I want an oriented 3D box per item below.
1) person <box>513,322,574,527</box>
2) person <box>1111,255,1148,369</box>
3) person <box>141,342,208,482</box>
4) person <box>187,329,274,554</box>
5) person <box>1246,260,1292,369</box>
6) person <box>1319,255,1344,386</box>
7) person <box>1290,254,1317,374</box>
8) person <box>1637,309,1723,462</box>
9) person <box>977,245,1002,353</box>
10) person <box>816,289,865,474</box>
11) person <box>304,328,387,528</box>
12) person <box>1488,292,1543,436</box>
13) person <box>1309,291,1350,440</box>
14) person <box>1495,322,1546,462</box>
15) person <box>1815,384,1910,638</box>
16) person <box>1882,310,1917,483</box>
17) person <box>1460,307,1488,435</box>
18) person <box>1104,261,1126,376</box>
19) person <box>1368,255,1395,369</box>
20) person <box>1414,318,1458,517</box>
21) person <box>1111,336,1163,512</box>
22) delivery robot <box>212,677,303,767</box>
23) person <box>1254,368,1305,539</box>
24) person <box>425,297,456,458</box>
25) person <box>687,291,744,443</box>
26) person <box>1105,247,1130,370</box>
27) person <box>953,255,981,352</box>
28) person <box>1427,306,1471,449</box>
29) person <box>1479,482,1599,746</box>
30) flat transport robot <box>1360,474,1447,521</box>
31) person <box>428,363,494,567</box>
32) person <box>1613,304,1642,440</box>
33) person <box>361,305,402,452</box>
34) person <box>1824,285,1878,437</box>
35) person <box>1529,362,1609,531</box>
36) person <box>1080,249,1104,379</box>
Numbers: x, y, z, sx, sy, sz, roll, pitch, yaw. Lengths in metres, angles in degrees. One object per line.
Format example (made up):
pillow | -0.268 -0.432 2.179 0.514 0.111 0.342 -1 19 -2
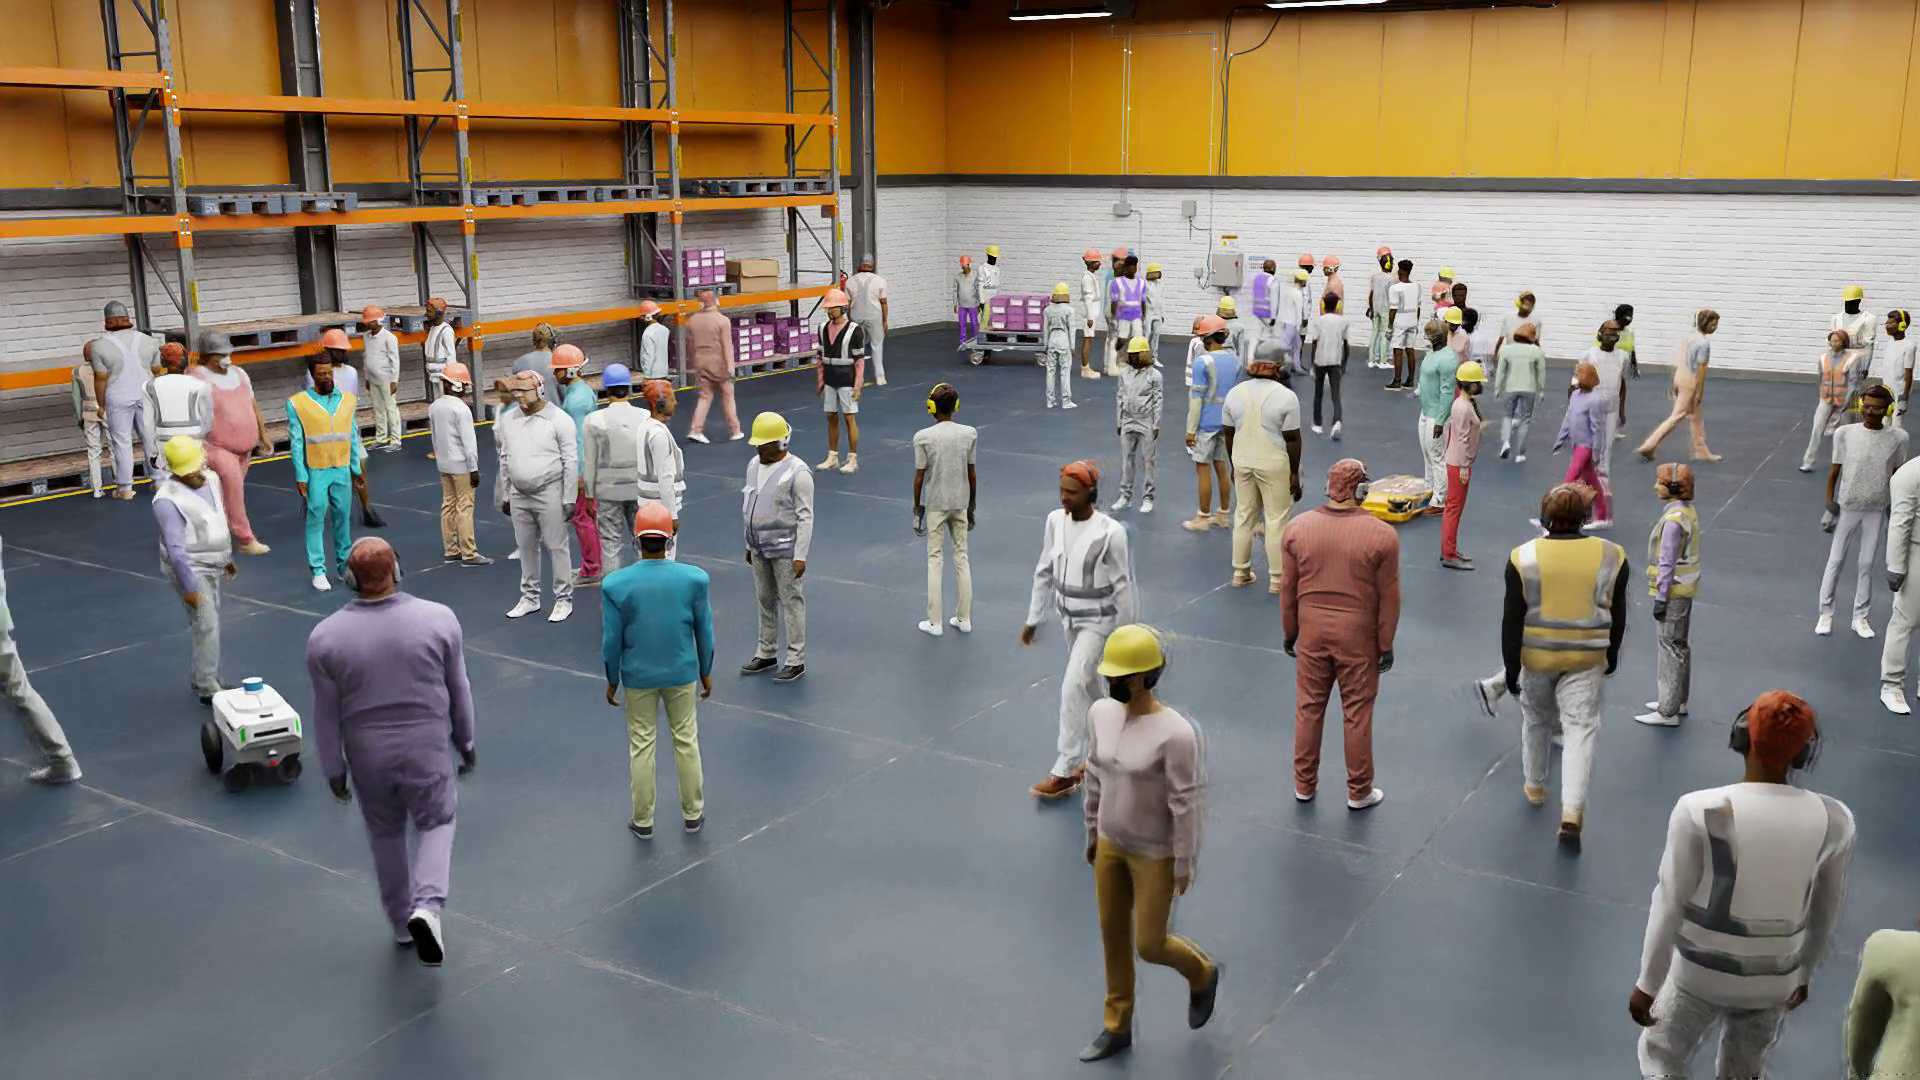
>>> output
person | -3.889 -1.083 15.727 0.627 1.940 0.372 4 13 16
person | 2.673 -3.557 26.448 0.619 1.944 0.700 -4 14 -18
person | -6.807 -0.787 14.577 0.584 1.876 0.337 -3 13 -11
person | -6.597 -0.919 14.794 0.991 2.000 0.676 5 14 20
person | 5.132 -3.732 27.539 0.934 1.789 0.623 -9 15 -33
person | 5.662 -3.355 25.460 0.396 1.992 0.623 3 13 11
person | 5.537 -3.637 26.810 0.358 1.938 0.548 0 13 1
person | 8.272 -1.752 18.992 0.943 1.789 0.575 1 13 6
person | 0.550 -4.319 29.809 0.380 1.917 0.585 10 16 37
person | -1.340 -1.748 18.380 0.609 2.044 0.396 9 15 33
person | -5.927 -1.064 15.768 0.992 1.896 0.546 9 16 34
person | 7.025 -2.242 21.072 0.603 1.799 0.993 7 15 26
person | 4.630 -2.187 20.785 0.520 1.829 0.947 0 13 2
person | 6.398 -1.682 19.032 0.534 1.614 0.437 6 14 25
person | 6.571 -0.209 12.101 0.512 1.866 0.330 4 14 17
person | 10.047 -1.537 17.884 0.352 1.862 0.515 1 13 3
person | 6.258 -2.006 20.291 0.437 1.674 0.561 -2 13 -10
person | 2.495 -3.543 26.635 0.345 1.839 0.501 -3 13 -13
person | 7.001 -3.776 27.576 0.329 1.863 0.513 -9 16 -34
person | 4.624 -1.193 16.216 0.373 1.935 0.628 0 13 0
person | 1.756 -1.141 16.406 0.487 1.744 0.313 9 15 33
delivery robot | -3.985 1.022 9.423 0.477 0.478 0.707 -9 16 -34
person | 2.852 -0.673 14.544 0.428 1.667 0.561 5 14 21
person | -5.974 -1.846 19.161 0.355 1.882 0.575 -9 16 -35
person | -3.032 -2.113 20.400 0.717 1.865 0.818 7 15 28
person | 2.645 -3.720 26.983 0.564 2.024 0.692 -3 13 -13
person | 0.129 -4.261 29.946 0.565 1.740 0.355 6 14 23
person | 5.706 -1.852 19.459 0.522 1.761 0.321 -2 13 -8
person | 3.448 0.423 9.892 0.612 1.618 0.553 8 15 30
flat transport robot | 4.393 -0.435 16.572 0.652 0.197 1.431 10 16 36
person | -4.286 -0.645 14.252 0.560 1.743 0.334 11 17 39
person | 8.200 -2.079 20.600 0.542 1.676 0.612 -10 16 -38
person | -6.903 -1.923 19.781 0.563 1.748 0.348 9 15 33
person | 11.008 -2.200 20.625 0.384 1.919 0.584 -8 15 -31
person | 5.739 -0.857 15.487 0.857 1.592 0.497 0 13 -2
person | 2.078 -3.568 26.274 0.373 2.042 0.614 1 13 5
